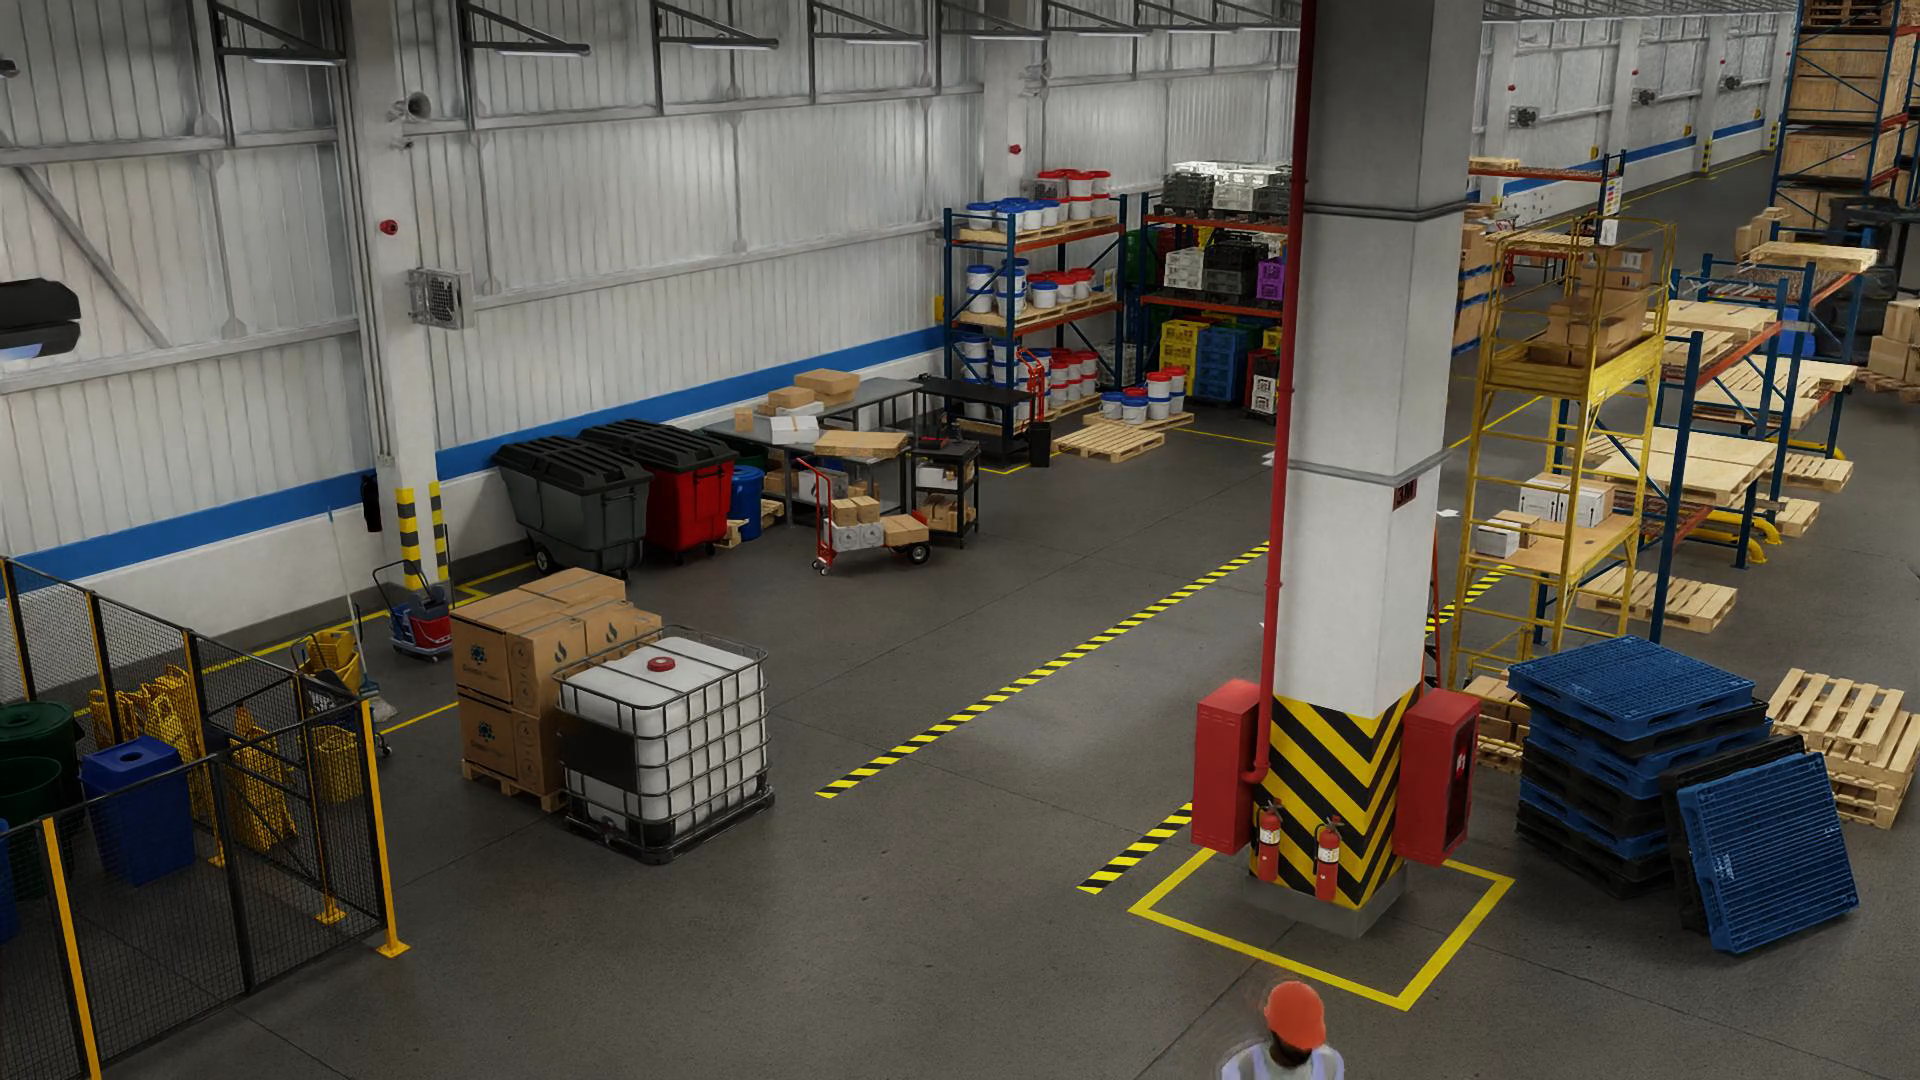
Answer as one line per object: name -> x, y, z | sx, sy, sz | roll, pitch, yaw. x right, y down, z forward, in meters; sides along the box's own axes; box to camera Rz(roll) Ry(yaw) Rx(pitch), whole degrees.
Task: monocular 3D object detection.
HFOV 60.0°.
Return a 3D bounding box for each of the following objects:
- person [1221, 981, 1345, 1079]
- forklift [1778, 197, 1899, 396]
person -> 1.325, 2.658, 7.049 | 0.553, 1.900, 0.988 | -2, 18, -7
forklift -> 13.421, -3.759, 25.125 | 1.129, 2.768, 1.873 | -4, 18, -11
